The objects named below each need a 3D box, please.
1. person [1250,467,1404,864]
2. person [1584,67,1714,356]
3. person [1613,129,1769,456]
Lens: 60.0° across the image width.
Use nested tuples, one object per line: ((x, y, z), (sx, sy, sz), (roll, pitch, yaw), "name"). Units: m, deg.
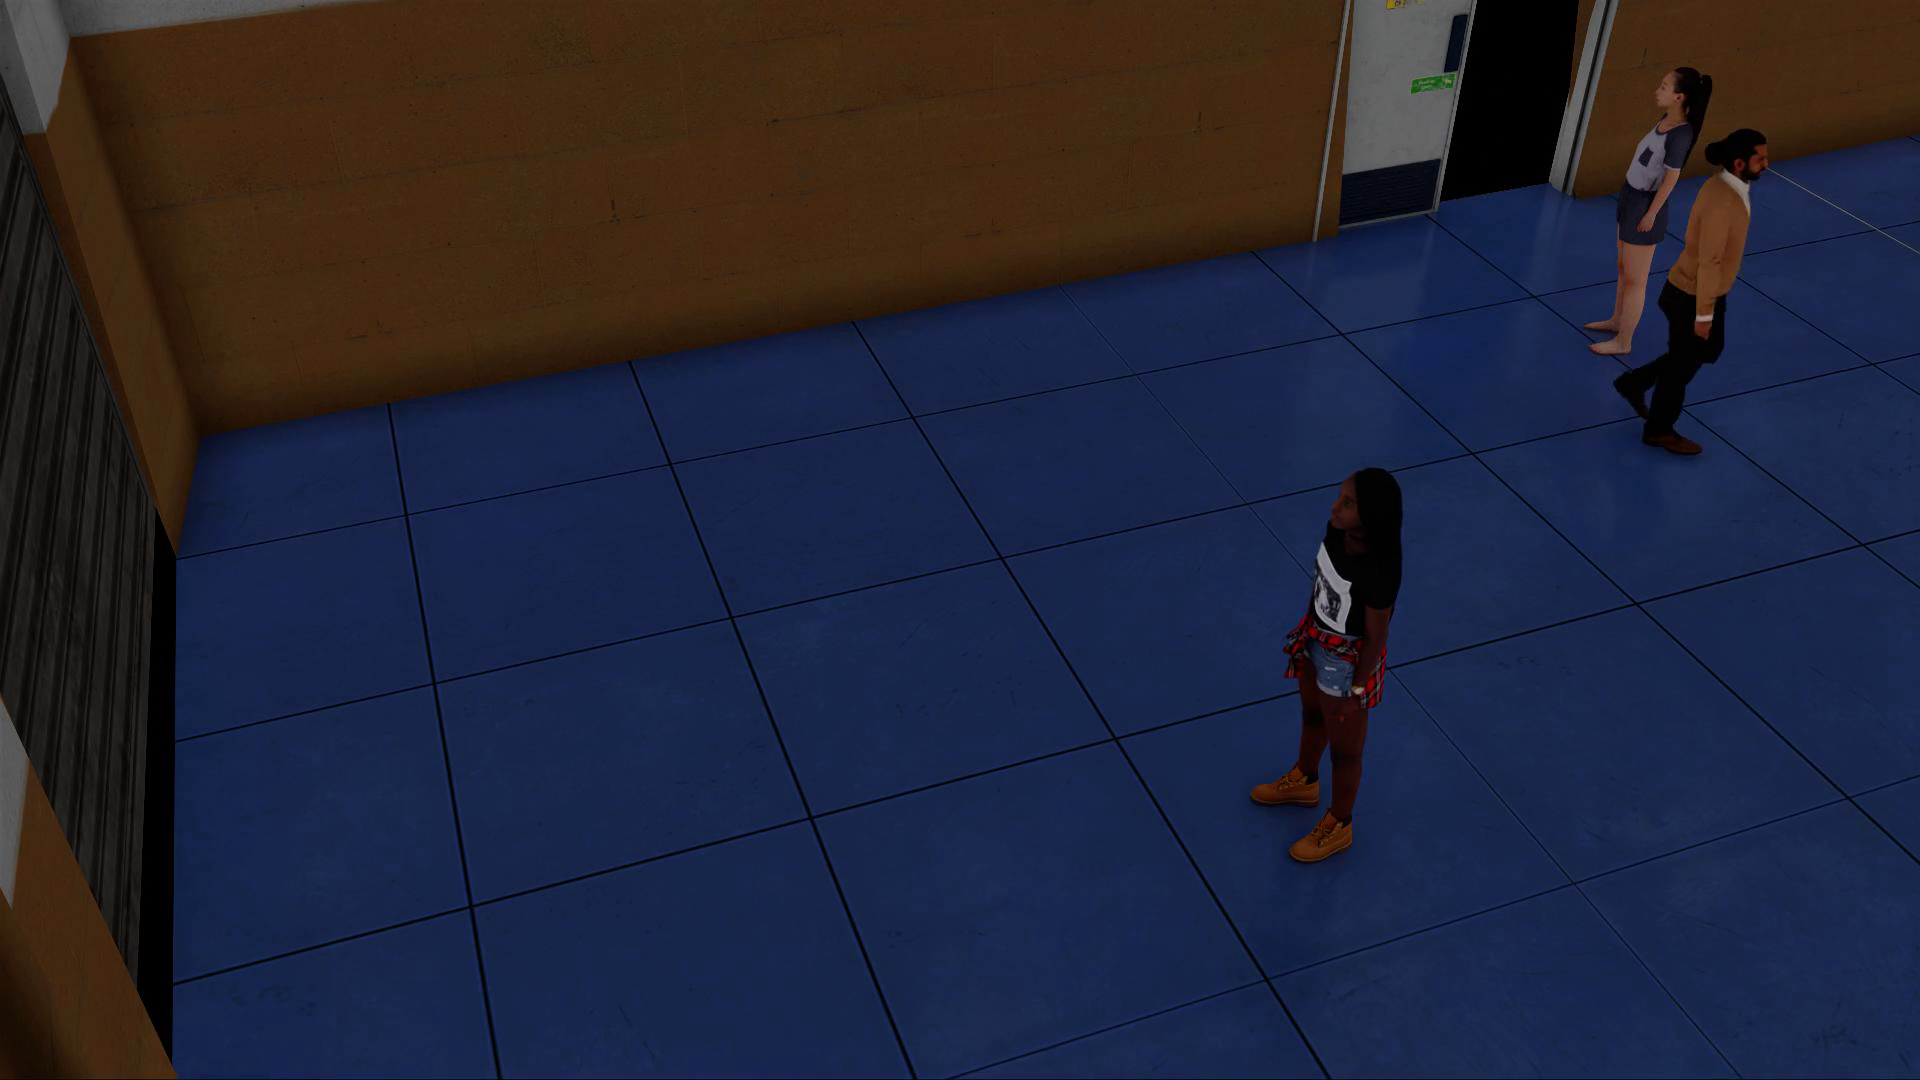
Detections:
((1.393, 0.451, 6.109), (0.683, 1.728, 0.546), (-9, 38, -12), "person")
((3.800, -1.813, 9.189), (0.734, 1.651, 0.626), (6, 37, 8), "person")
((3.631, -1.241, 8.349), (0.934, 1.744, 0.868), (20, 41, 24), "person")
